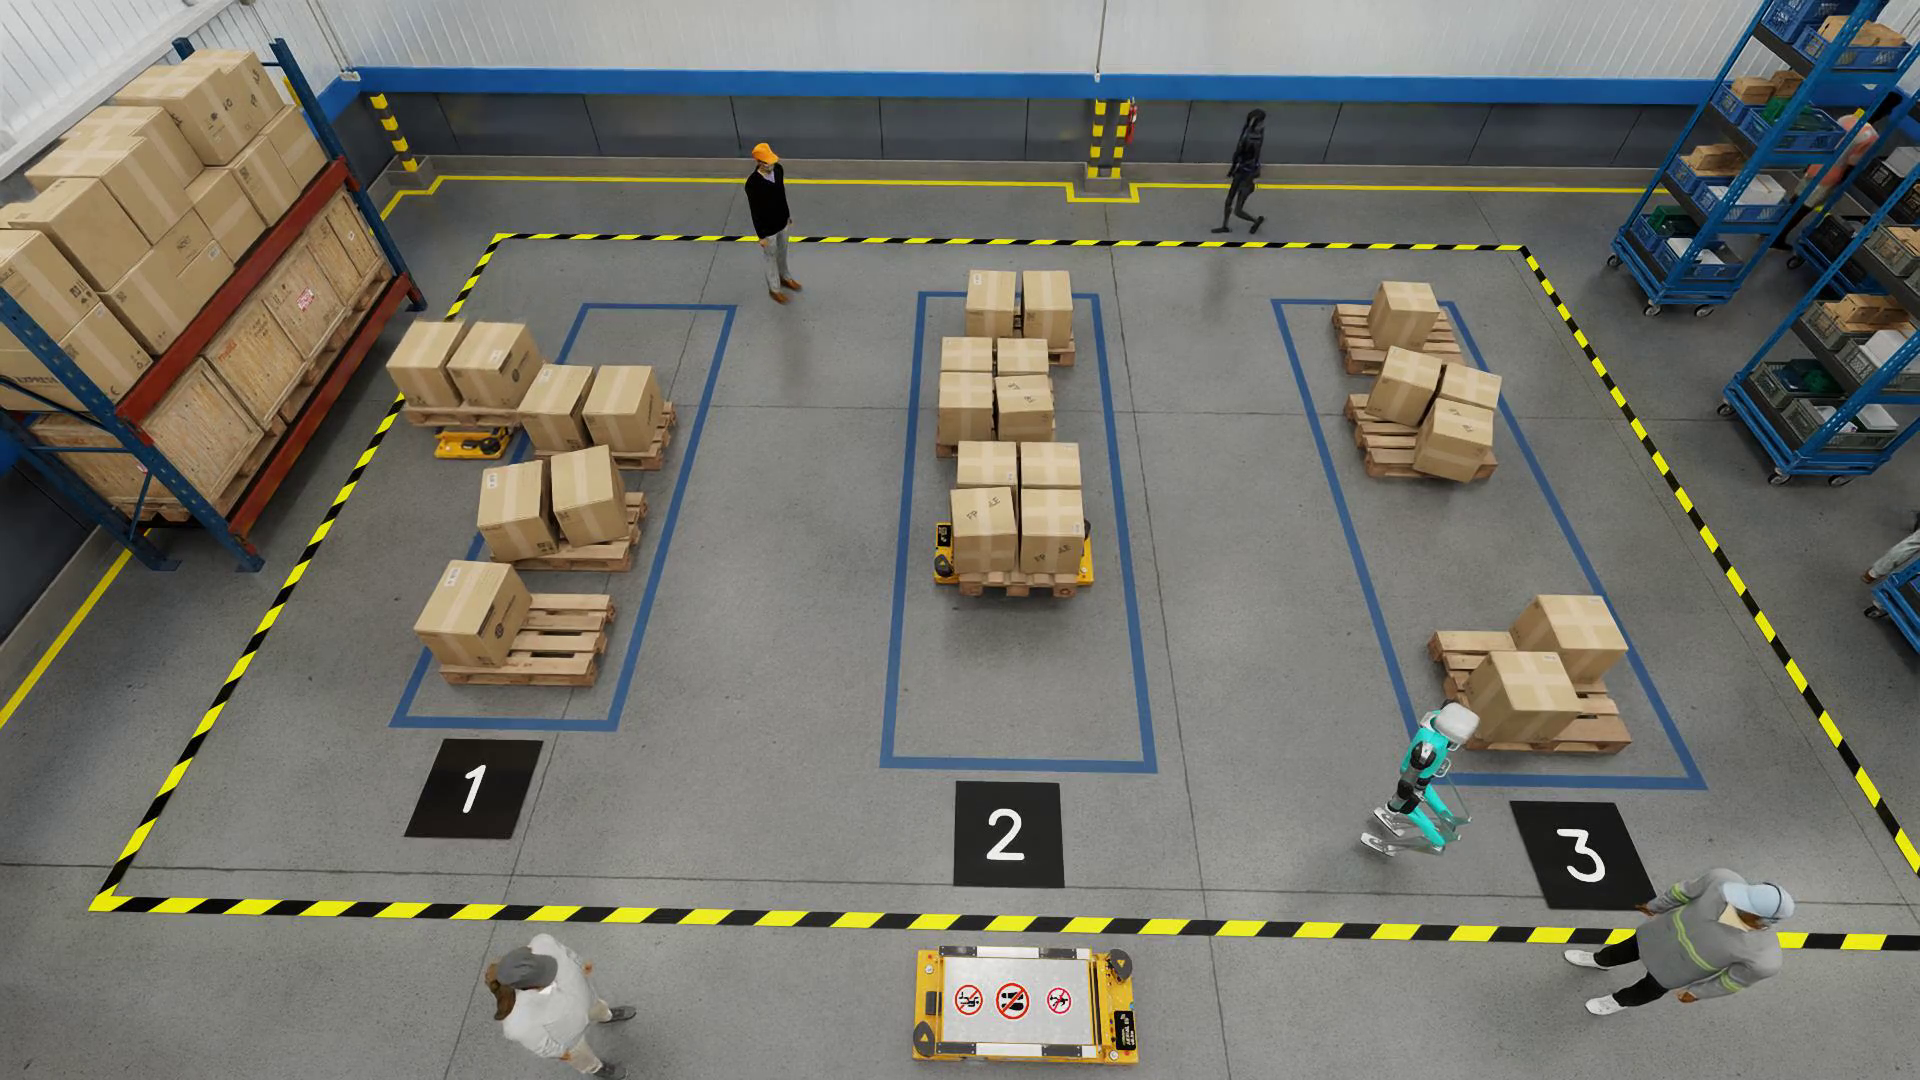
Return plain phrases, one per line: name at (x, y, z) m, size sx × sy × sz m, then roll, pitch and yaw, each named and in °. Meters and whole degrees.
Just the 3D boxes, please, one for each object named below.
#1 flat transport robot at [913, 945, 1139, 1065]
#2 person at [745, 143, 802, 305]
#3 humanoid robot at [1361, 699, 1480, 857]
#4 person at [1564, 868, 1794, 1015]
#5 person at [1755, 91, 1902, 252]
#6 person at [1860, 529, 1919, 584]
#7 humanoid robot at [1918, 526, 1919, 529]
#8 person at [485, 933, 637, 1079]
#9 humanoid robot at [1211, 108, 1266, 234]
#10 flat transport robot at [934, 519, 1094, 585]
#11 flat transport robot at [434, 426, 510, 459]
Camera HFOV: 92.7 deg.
flat transport robot at (0.422, 3.041, 6.007) m, size 1.431 × 0.231 × 0.659 m, roll 1°, pitch 51°, yaw 1°
person at (-2.097, -3.574, 10.357) m, size 0.381 × 1.882 × 0.589 m, roll 23°, pitch 55°, yaw 18°
humanoid robot at (3.168, 1.702, 6.068) m, size 0.735 × 1.671 × 0.533 m, roll 35°, pitch 59°, yaw 25°
person at (4.287, 2.431, 5.482) m, size 0.384 × 1.850 × 0.597 m, roll 0°, pitch 51°, yaw 0°
person at (10.378, -4.383, 10.971) m, size 0.377 × 1.956 × 0.612 m, roll 1°, pitch 51°, yaw 1°
person at (8.375, -0.190, 7.563) m, size 0.371 × 1.940 × 0.627 m, roll -19°, pitch 53°, yaw -15°
humanoid robot at (9.254, -0.448, 7.950) m, size 0.620 × 1.644 × 0.533 m, roll -12°, pitch 52°, yaw -10°
person at (-2.297, 2.713, 5.308) m, size 0.401 × 1.765 × 0.563 m, roll -1°, pitch 51°, yaw -1°
humanoid robot at (3.562, -4.506, 11.253) m, size 0.581 × 1.634 × 0.590 m, roll -7°, pitch 51°, yaw -6°
flat transport robot at (0.490, 0.087, 8.397) m, size 1.431 × 0.197 × 0.652 m, roll 1°, pitch 51°, yaw 1°
flat transport robot at (-4.953, -1.430, 9.633) m, size 0.652 × 0.197 × 1.431 m, roll 1°, pitch 51°, yaw 1°
